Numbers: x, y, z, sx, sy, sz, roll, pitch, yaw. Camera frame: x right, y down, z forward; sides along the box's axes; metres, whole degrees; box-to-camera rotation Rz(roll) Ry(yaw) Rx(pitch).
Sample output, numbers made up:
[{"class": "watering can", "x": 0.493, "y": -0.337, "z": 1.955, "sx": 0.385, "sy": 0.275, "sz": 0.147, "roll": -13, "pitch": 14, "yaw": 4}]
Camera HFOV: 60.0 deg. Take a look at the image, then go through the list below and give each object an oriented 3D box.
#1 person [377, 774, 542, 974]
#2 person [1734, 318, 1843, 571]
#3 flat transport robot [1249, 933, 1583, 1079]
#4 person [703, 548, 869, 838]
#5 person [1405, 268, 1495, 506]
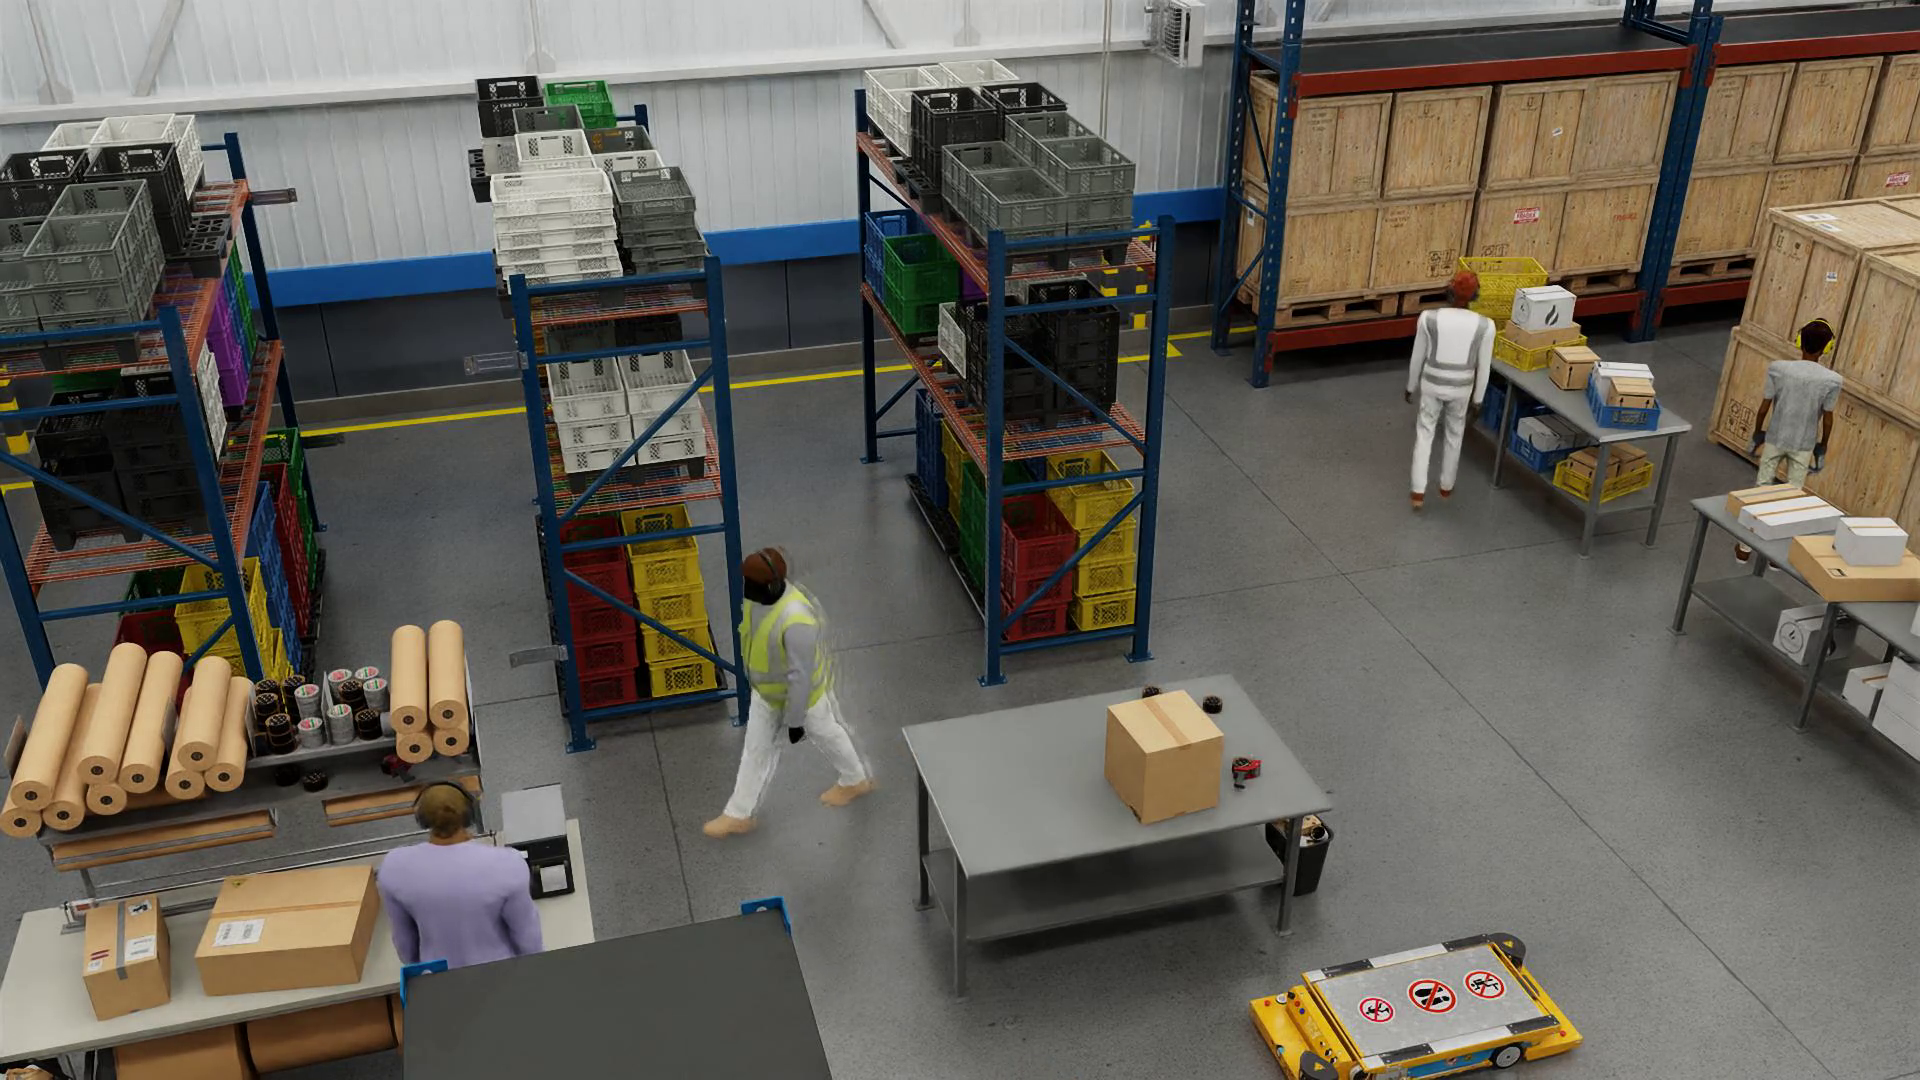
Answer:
[{"class": "person", "x": -2.079, "y": 1.829, "z": 7.097, "sx": 0.627, "sy": 1.931, "sz": 0.369, "roll": 1, "pitch": 29, "yaw": 1}, {"class": "person", "x": 5.838, "y": -0.667, "z": 11.706, "sx": 0.508, "sy": 1.864, "sz": 0.329, "roll": 18, "pitch": 33, "yaw": 29}, {"class": "flat transport robot", "x": 2.184, "y": 2.282, "z": 7.980, "sx": 1.431, "sy": 0.197, "sz": 0.652, "roll": -8, "pitch": 30, "yaw": -14}, {"class": "person", "x": -0.950, "y": 0.810, "z": 9.106, "sx": 1.018, "sy": 1.780, "sz": 0.637, "roll": -19, "pitch": 34, "yaw": -30}, {"class": "person", "x": 3.679, "y": -1.147, "z": 12.573, "sx": 0.574, "sy": 1.891, "sz": 0.407, "roll": 8, "pitch": 30, "yaw": 14}]
